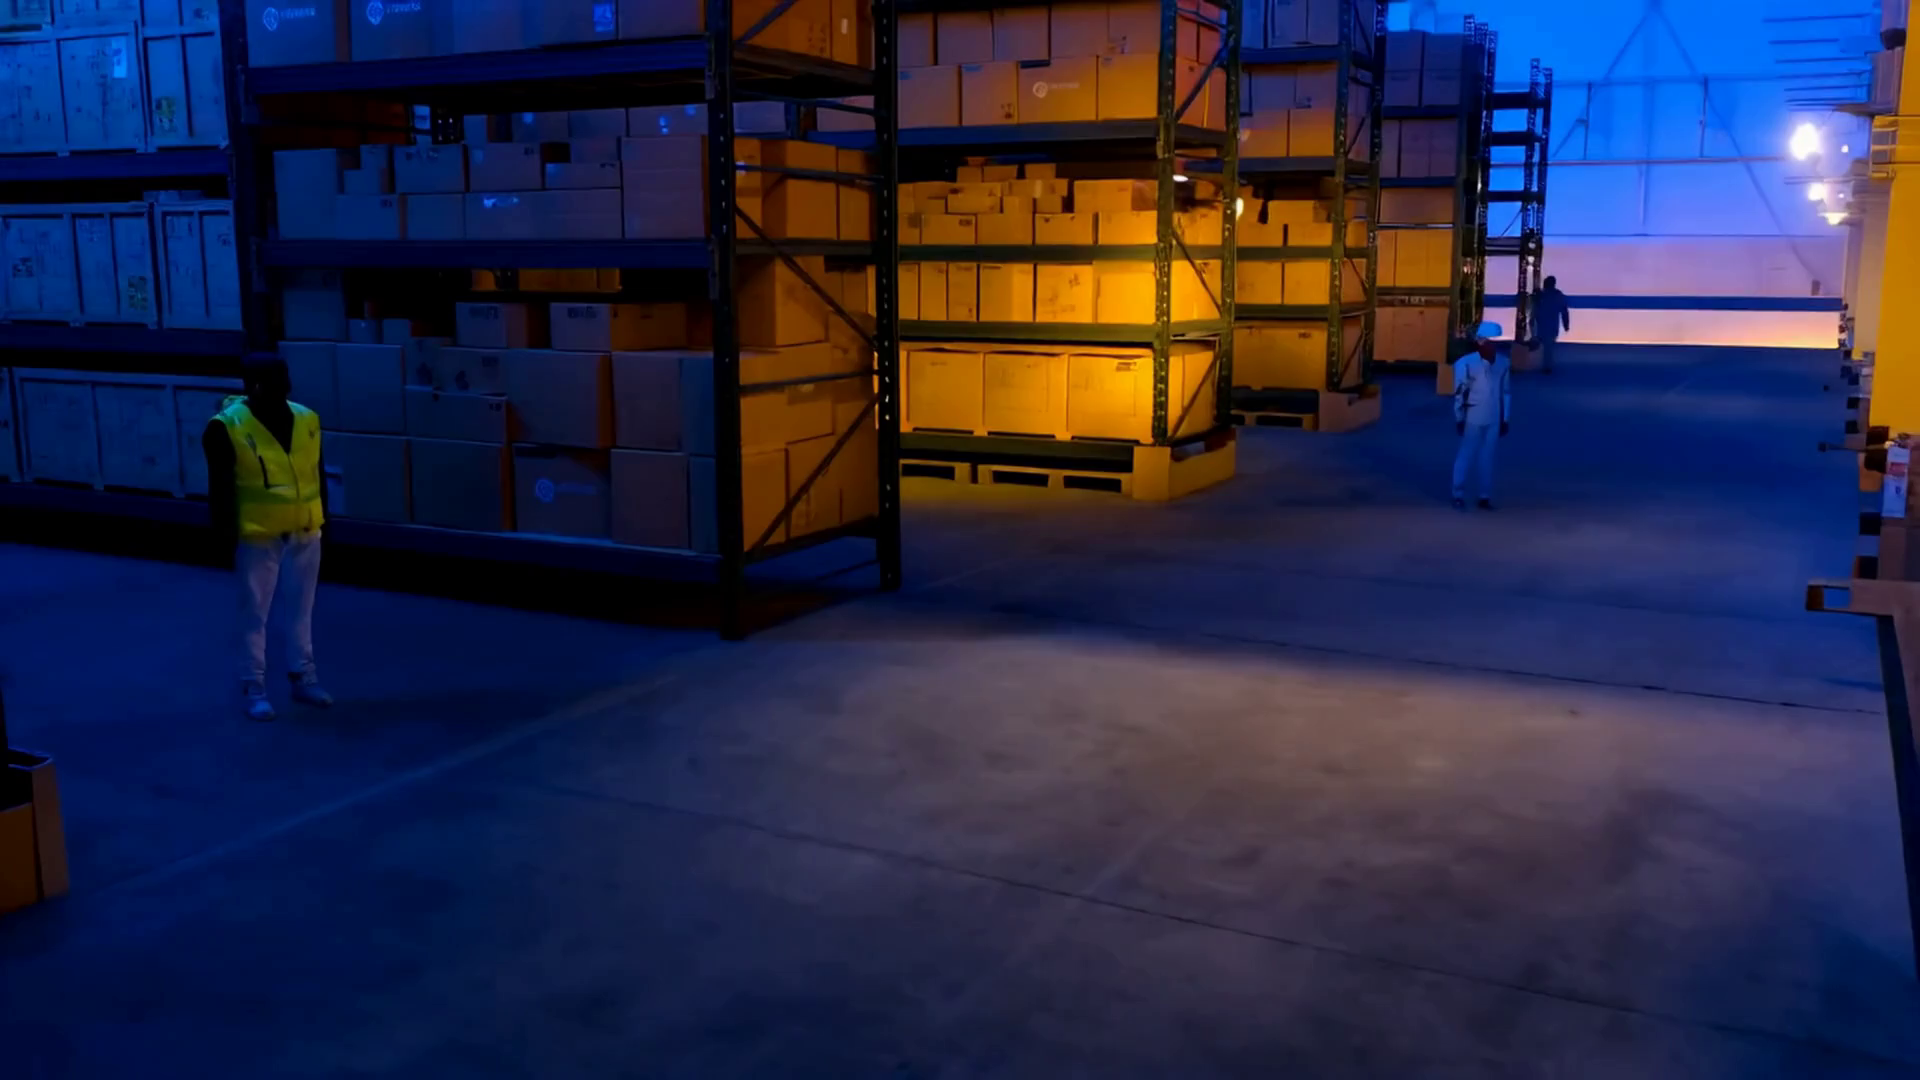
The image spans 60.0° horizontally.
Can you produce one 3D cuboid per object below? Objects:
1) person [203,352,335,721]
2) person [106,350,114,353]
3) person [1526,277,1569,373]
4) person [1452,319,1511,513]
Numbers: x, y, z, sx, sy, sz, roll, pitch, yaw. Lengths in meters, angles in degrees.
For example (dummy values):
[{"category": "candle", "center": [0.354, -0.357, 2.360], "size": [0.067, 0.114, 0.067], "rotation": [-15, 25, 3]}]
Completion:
[{"category": "person", "center": [-3.450, -0.026, 8.403], "size": [0.429, 1.841, 0.634], "rotation": [7, 12, 36]}, {"category": "person", "center": [-9.859, -1.942, 19.534], "size": [0.403, 1.829, 0.598], "rotation": [6, 11, 30]}, {"category": "person", "center": [11.528, -4.201, 32.551], "size": [0.746, 1.845, 0.982], "rotation": [7, 12, 34]}, {"category": "person", "center": [4.708, -1.109, 14.964], "size": [0.566, 1.742, 0.351], "rotation": [-3, 10, -17]}]
